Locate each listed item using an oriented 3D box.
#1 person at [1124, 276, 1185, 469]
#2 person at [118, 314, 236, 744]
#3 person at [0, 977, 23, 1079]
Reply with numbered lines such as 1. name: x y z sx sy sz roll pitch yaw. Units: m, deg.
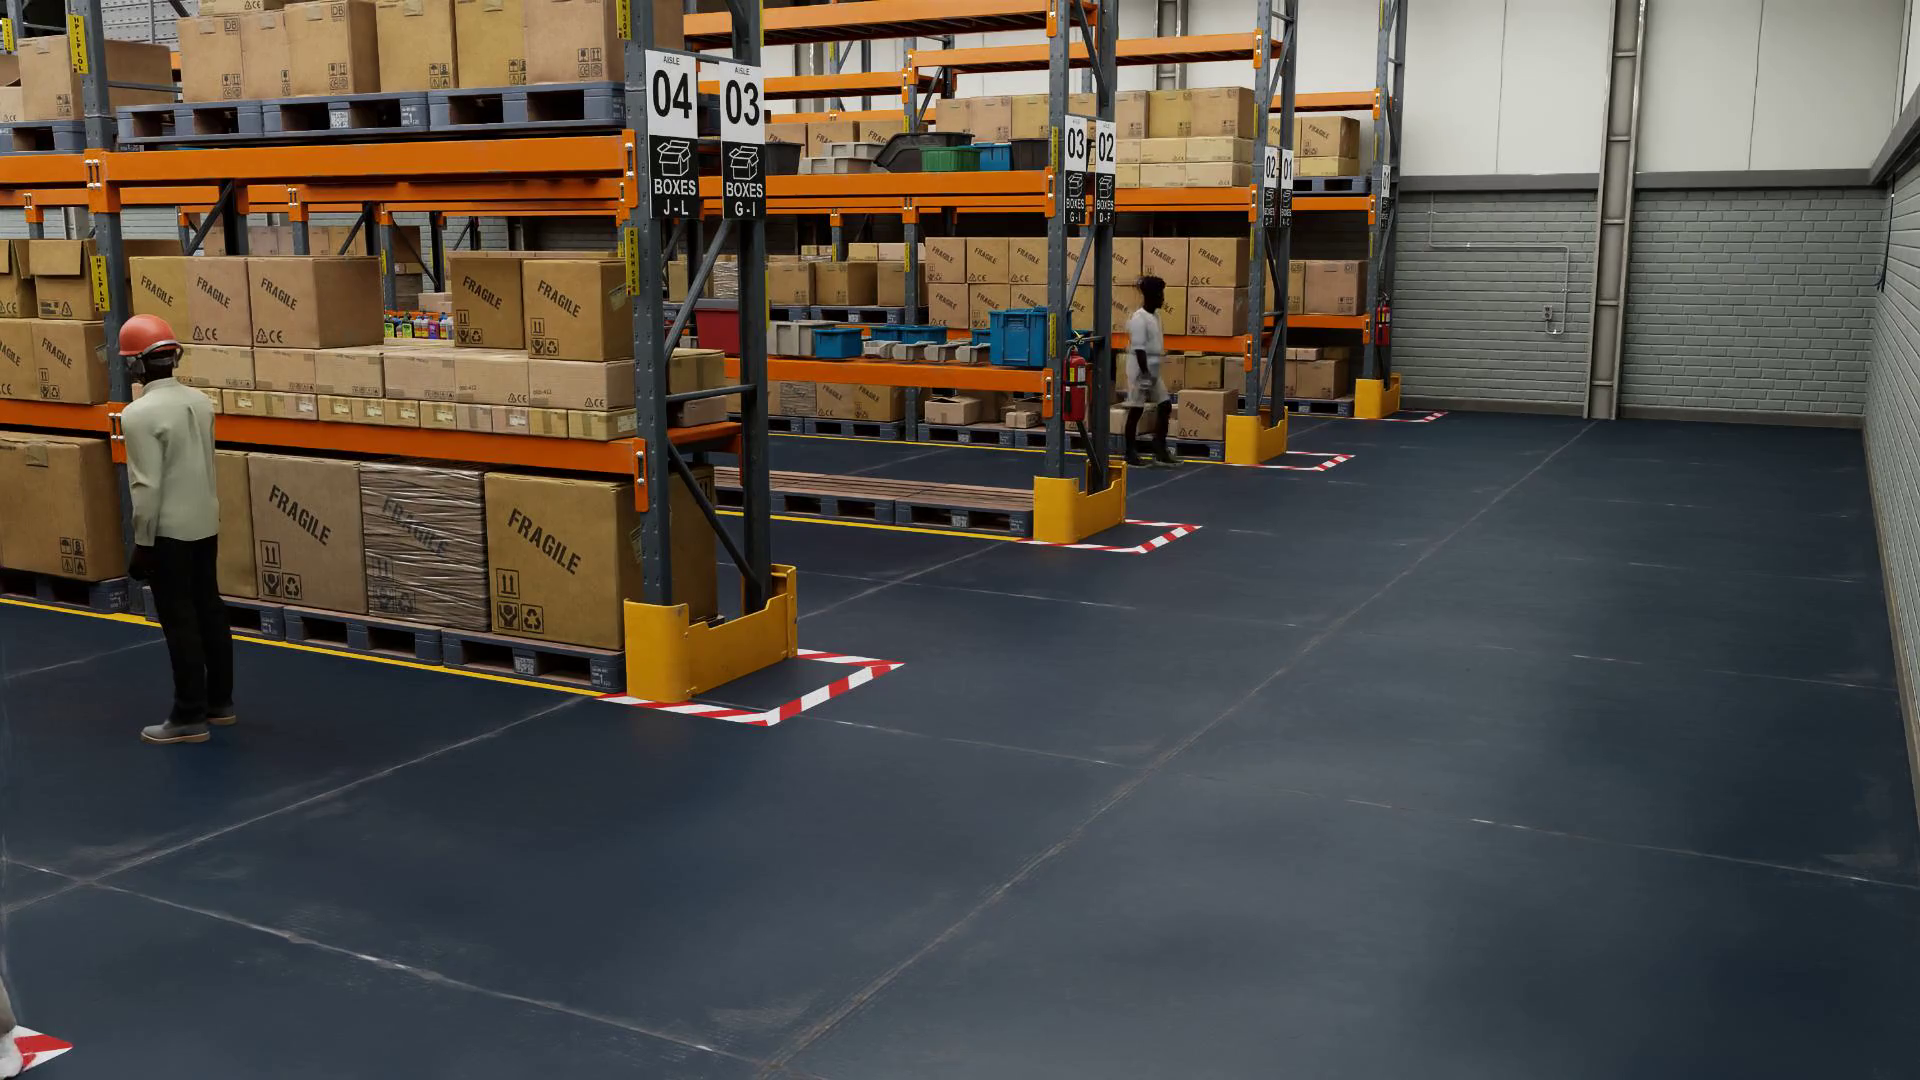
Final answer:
1. person: 1.984 -1.666 16.682 0.758 1.940 0.642 5 12 26
2. person: -3.665 -0.047 7.734 0.391 1.991 0.613 1 10 7
3. person: -2.883 0.753 4.450 0.531 1.603 0.598 2 11 9
